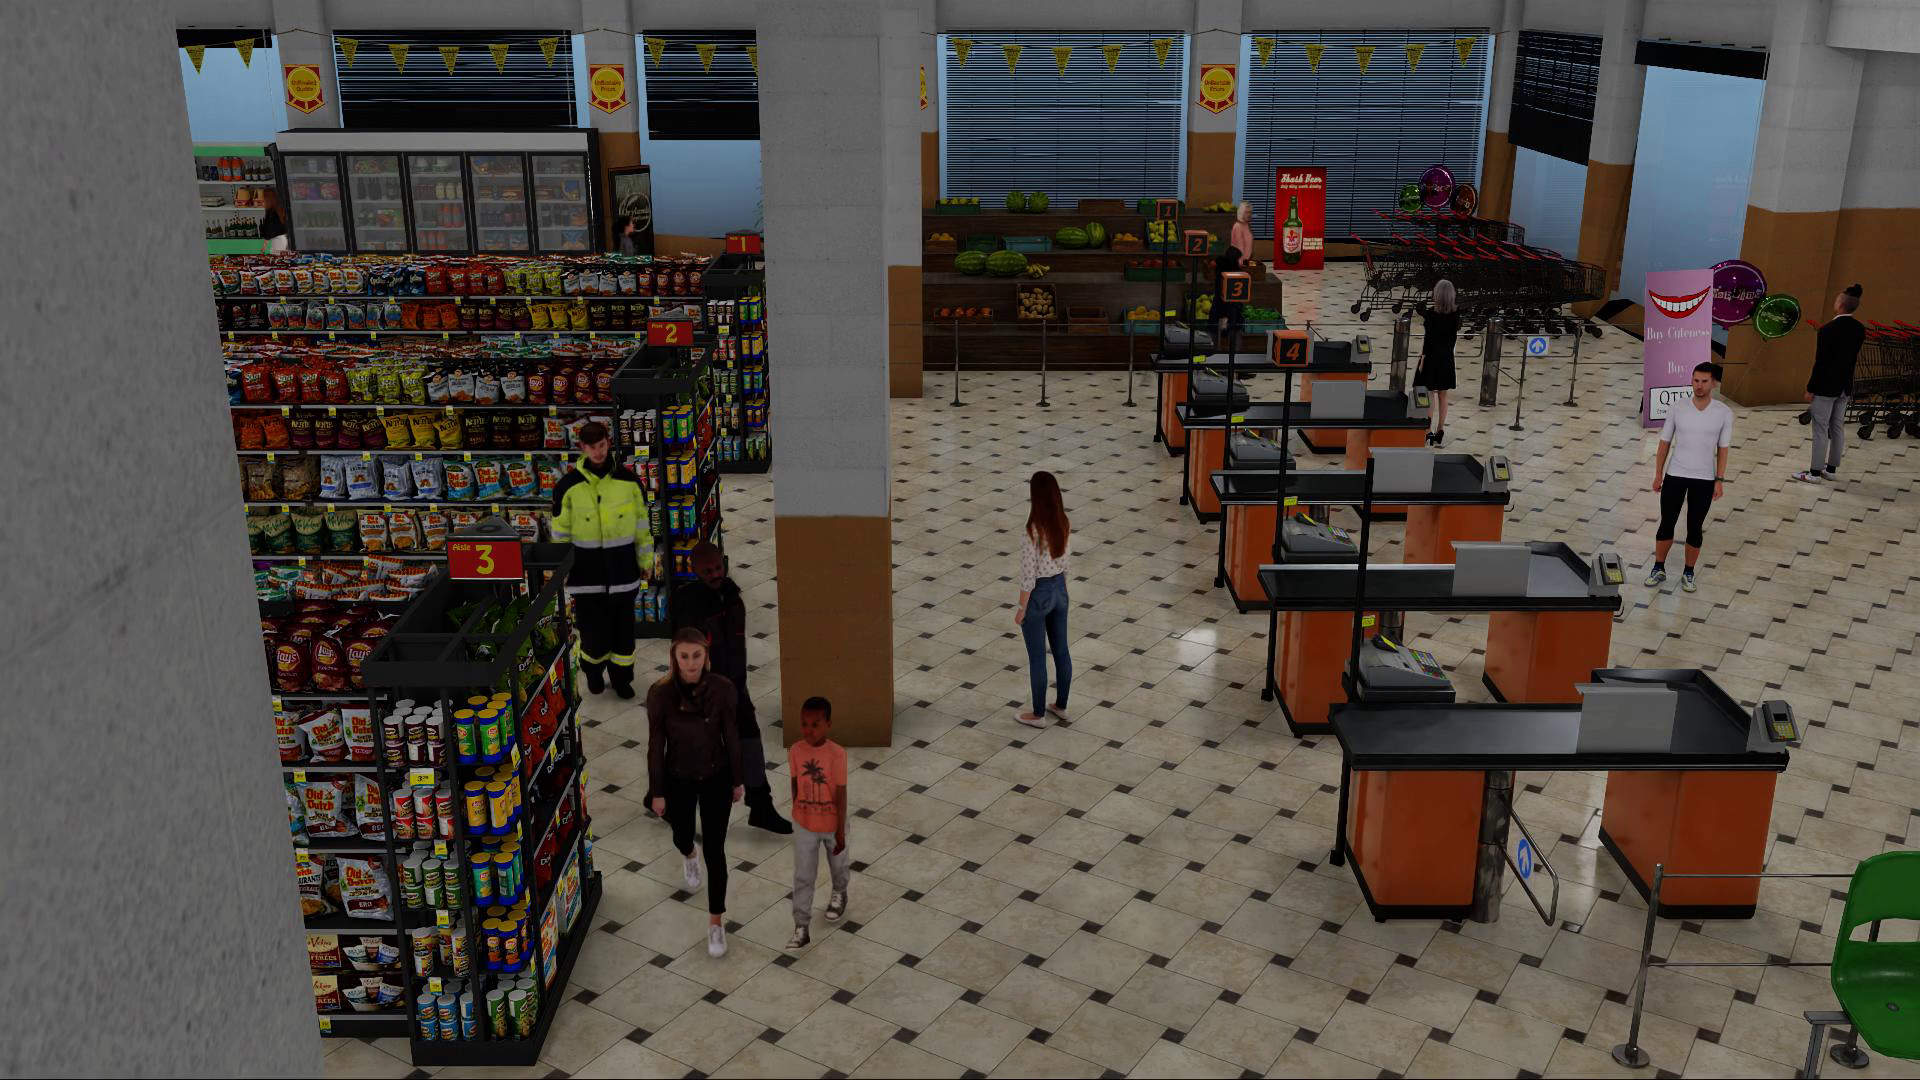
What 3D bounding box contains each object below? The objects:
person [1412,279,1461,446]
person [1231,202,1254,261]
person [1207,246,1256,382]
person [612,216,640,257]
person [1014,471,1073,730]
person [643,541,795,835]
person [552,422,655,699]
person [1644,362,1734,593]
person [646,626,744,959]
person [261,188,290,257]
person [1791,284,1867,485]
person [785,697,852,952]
[{"bbox_3d":[5.004,-1.869,17.456,0.632,1.746,0.748,-8,20,-22],"label":"person"},{"bbox_3d":[3.923,-3.980,23.814,1.106,1.683,0.887,8,20,21],"label":"person"},{"bbox_3d":[3.125,-2.709,20.104,1.055,1.644,0.725,-2,19,-5],"label":"person"},{"bbox_3d":[-4.558,-3.518,22.478,1.009,1.661,0.853,-9,21,-26],"label":"person"},{"bbox_3d":[0.560,0.383,10.806,0.628,1.727,0.710,-14,23,-36],"label":"person"},{"bbox_3d":[-1.485,0.834,9.369,1.250,1.791,1.112,11,22,30],"label":"person"},{"bbox_3d":[-2.415,0.124,11.212,0.873,1.958,0.991,-11,21,-29],"label":"person"},{"bbox_3d":[5.832,-0.516,13.278,0.663,1.851,0.809,9,21,26],"label":"person"},{"bbox_3d":[-1.341,1.205,8.449,1.048,1.676,0.795,-3,19,-9],"label":"person"},{"bbox_3d":[-10.295,-4.482,25.331,1.108,1.665,0.695,-2,19,-7],"label":"person"},{"bbox_3d":[8.454,-1.516,16.090,0.692,1.950,0.846,-8,20,-22],"label":"person"},{"bbox_3d":[-0.682,1.404,8.481,0.861,1.279,0.673,4,19,13],"label":"person"}]
